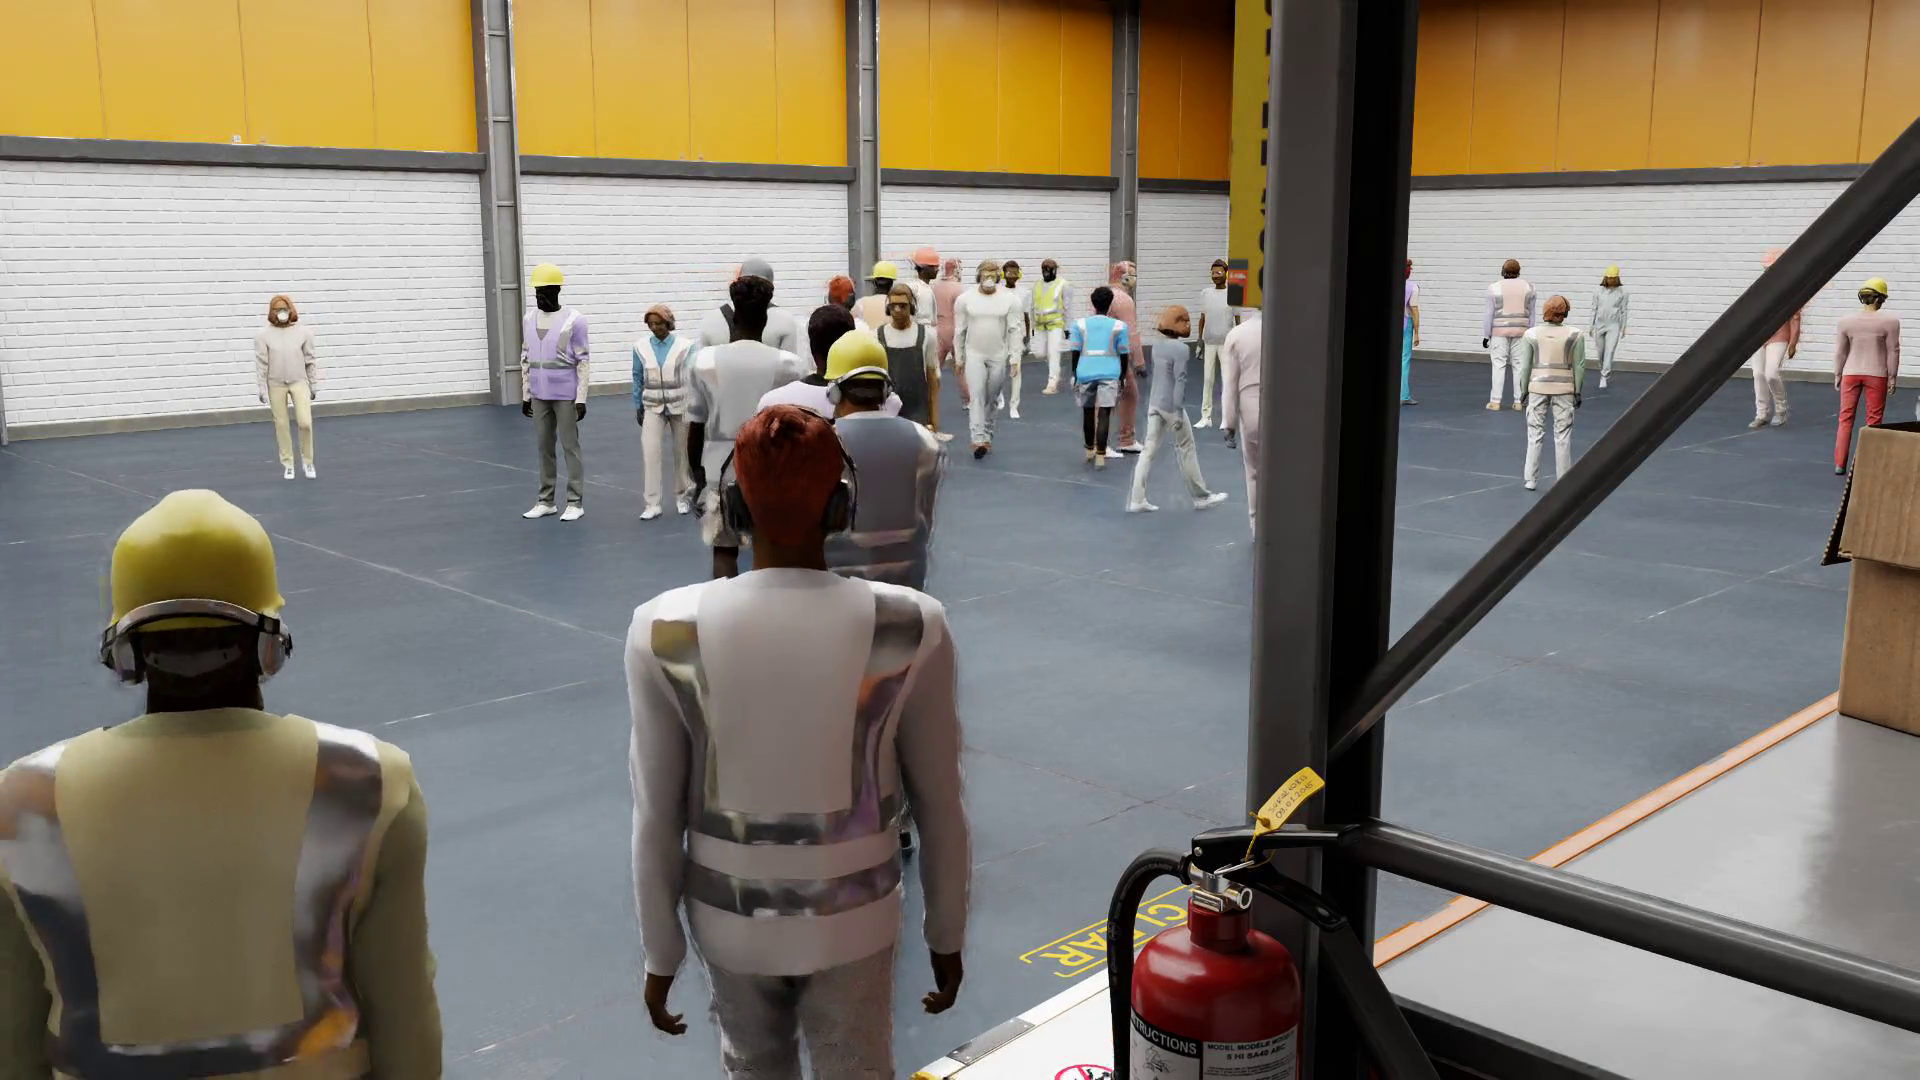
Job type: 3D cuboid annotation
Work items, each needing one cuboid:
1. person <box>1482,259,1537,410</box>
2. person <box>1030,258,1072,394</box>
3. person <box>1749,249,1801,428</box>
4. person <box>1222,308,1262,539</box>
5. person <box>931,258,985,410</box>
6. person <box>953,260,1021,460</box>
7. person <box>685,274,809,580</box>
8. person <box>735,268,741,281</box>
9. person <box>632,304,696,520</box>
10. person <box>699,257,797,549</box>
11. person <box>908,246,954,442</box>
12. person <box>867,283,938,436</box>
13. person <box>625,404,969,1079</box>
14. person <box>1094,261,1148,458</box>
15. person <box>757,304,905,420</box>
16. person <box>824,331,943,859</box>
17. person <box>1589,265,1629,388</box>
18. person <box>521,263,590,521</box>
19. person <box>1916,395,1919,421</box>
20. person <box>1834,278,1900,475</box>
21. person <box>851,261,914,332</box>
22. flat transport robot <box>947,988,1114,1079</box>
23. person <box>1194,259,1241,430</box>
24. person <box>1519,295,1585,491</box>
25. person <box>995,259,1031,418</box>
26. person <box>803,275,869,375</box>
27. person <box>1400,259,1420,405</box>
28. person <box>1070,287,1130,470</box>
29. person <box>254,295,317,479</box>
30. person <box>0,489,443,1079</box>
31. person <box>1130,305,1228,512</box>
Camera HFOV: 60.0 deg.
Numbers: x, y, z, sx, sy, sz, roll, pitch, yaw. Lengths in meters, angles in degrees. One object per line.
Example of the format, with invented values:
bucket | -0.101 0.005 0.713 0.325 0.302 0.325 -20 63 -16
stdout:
person | 6.702 -2.505 20.347 0.622 1.845 0.430 0 10 2
person | 1.252 -2.901 22.577 0.632 1.827 0.598 7 12 32
person | 8.917 -2.207 18.368 0.424 1.979 0.621 -7 12 -32
person | 2.094 -0.827 11.175 0.648 1.859 1.006 4 11 19
person | -0.142 -2.482 20.189 0.985 1.866 0.647 -8 13 -39
person | 0.264 -1.710 15.878 0.638 1.882 1.038 -1 10 -3
person | -1.033 -0.308 8.080 0.626 1.950 0.701 -1 10 -5
person | -1.630 -1.245 13.347 0.578 1.884 0.819 5 12 26
person | -2.211 -0.960 12.522 0.542 1.602 0.733 0 10 3
person | -1.381 -0.928 11.206 0.720 2.000 0.541 3 11 17
person | -0.448 -1.994 17.068 0.695 2.023 0.618 -3 11 -16
person | -0.423 -0.877 11.589 0.533 1.789 0.975 0 10 1
person | -0.279 0.690 2.900 0.585 1.856 0.873 0 10 -1
person | 1.610 -1.716 15.958 0.775 1.881 0.667 -1 10 -7
person | -0.522 -0.008 6.686 0.606 1.868 1.036 -1 10 -6
person | -0.392 0.169 5.880 0.599 1.793 0.869 -5 12 -27
person | 9.188 -3.029 23.564 0.487 1.715 0.772 7 12 32
person | -3.045 -1.103 12.468 0.585 1.928 0.369 4 11 22
person | 6.208 -0.587 10.525 0.799 1.593 0.526 -6 12 -28
person | 8.016 -1.431 14.721 0.524 1.759 0.328 10 14 42
person | -0.667 -1.597 15.252 0.616 1.891 0.856 4 11 19
flat transport robot | 0.437 1.289 3.945 0.652 0.197 1.431 9 14 41
person | 2.841 -2.151 18.338 0.513 1.872 0.328 6 12 28
person | 4.922 -1.214 13.857 0.514 1.642 0.314 5 12 27
person | 0.581 -2.375 19.619 0.528 1.854 0.617 -1 10 -3
person | -0.952 -1.070 12.565 0.583 1.842 0.981 4 11 21
person | 5.522 -2.615 20.937 0.390 1.846 0.565 -9 14 -40
person | 1.299 -1.504 15.386 0.542 1.646 0.857 2 11 11
person | -5.860 -1.319 14.493 0.500 1.618 0.500 -4 11 -22
person | -1.004 0.840 2.247 0.598 1.801 0.832 -3 11 -14
person | 1.686 -1.007 12.844 0.829 1.592 0.543 -5 11 -25
